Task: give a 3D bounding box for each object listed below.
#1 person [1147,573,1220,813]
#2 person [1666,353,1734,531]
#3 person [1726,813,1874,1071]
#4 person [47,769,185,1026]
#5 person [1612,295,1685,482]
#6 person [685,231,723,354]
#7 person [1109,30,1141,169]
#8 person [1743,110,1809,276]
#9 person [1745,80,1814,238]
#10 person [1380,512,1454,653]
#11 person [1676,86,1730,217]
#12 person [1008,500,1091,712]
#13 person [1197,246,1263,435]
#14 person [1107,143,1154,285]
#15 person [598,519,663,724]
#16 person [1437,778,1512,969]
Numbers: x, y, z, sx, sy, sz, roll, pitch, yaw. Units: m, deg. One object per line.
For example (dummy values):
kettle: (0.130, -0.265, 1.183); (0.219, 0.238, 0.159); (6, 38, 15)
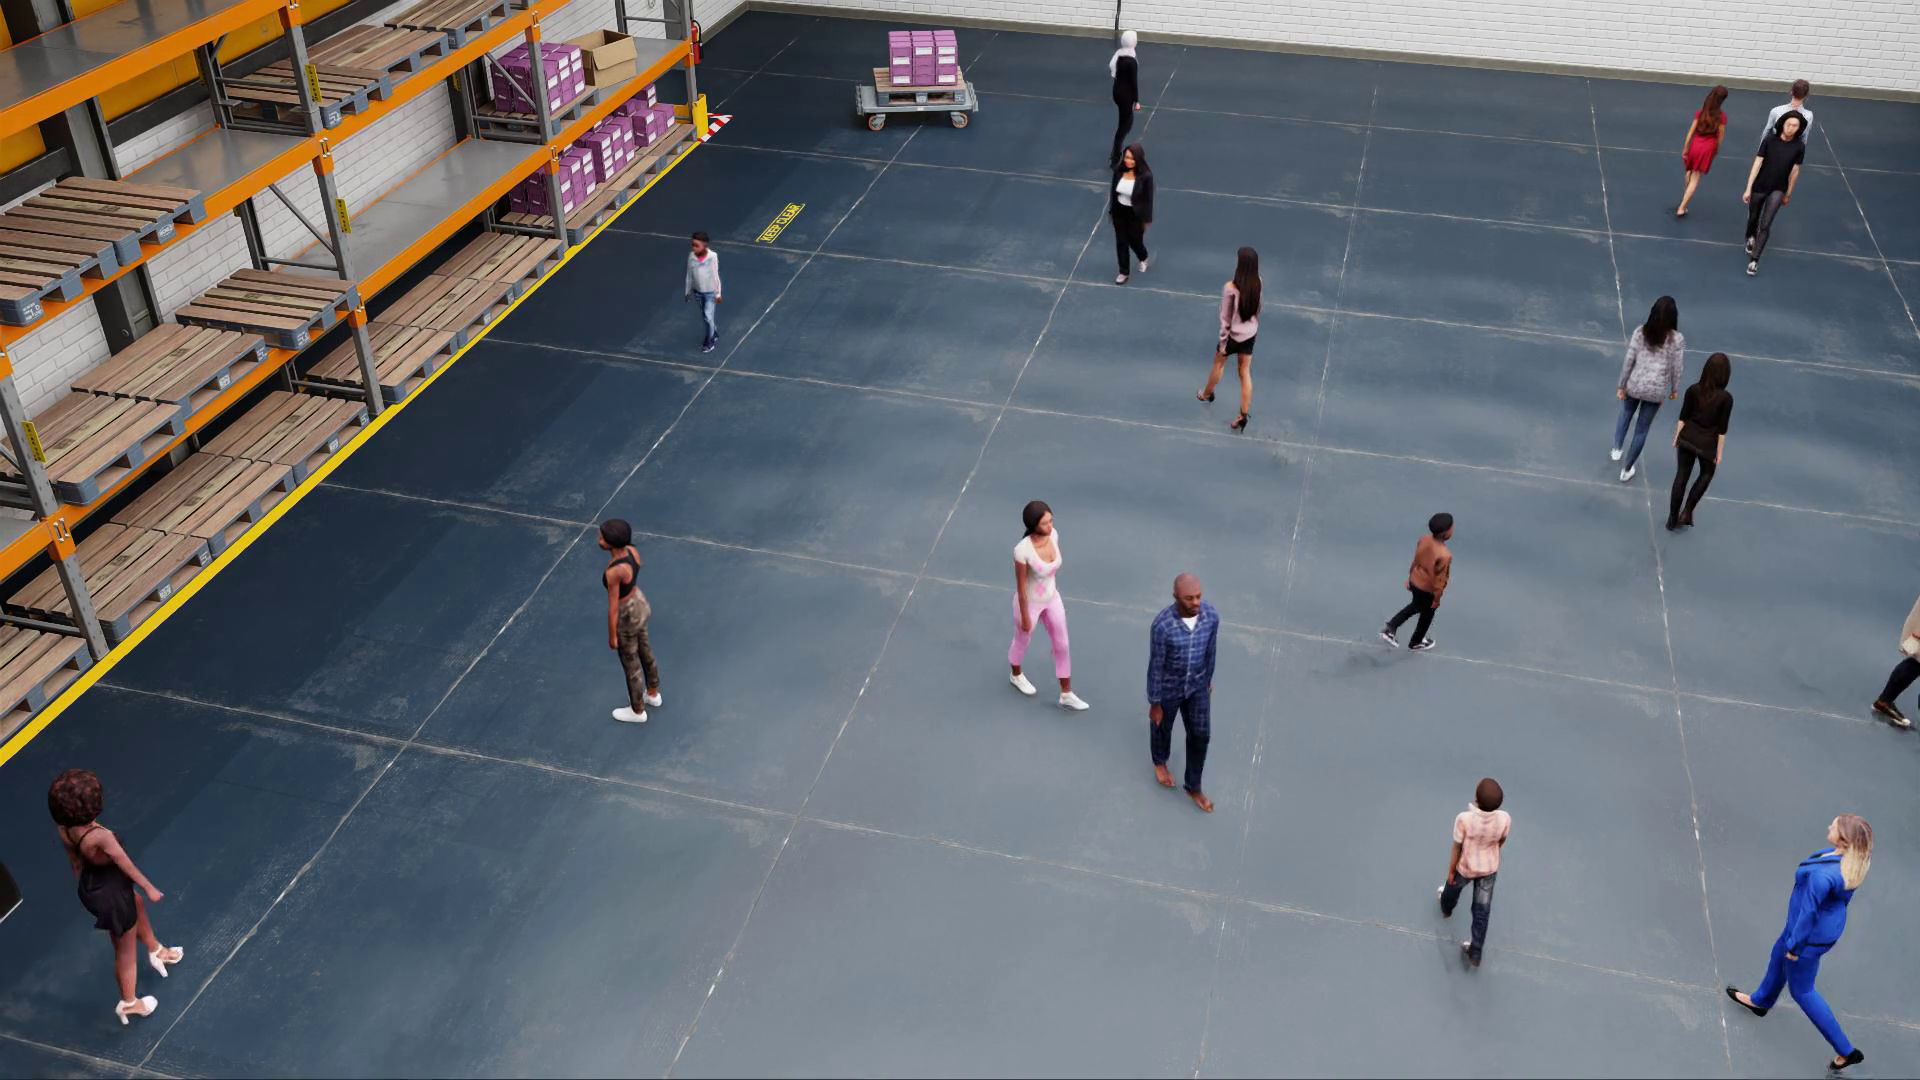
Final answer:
person: (1.448, 0.929, 11.271); (0.951, 1.797, 1.049); (-10, 35, -14)
person: (6.176, -0.774, 13.980); (0.683, 1.633, 0.708); (26, 42, 33)
person: (4.893, 2.268, 9.368); (1.094, 1.673, 1.079); (-24, 40, -31)
person: (-4.931, 2.107, 9.522); (0.663, 1.770, 0.845); (17, 37, 23)
person: (6.043, -1.304, 14.707); (0.779, 1.712, 0.852); (24, 40, 31)
person: (-2.575, -2.603, 17.080); (0.582, 1.247, 0.699); (15, 37, 22)
person: (1.996, -5.536, 21.024); (0.806, 1.768, 0.730); (-13, 36, -19)
person: (9.069, -3.963, 18.625); (0.854, 1.803, 1.188); (19, 38, 26)
person: (9.432, -4.356, 19.192); (0.755, 1.829, 1.028); (14, 36, 20)
person: (3.475, 0.363, 12.629); (0.775, 1.236, 0.746); (-11, 35, -16)
person: (8.843, -4.608, 19.862); (0.788, 1.507, 1.141); (20, 39, 27)
person: (0.495, 0.433, 12.090); (0.995, 1.717, 0.974); (-27, 42, -34)
person: (2.636, -1.815, 15.414); (1.017, 1.780, 1.104); (-15, 37, -22)
person: (1.901, -3.615, 18.278); (0.724, 1.608, 0.820); (16, 37, 22)
person: (-2.356, 0.563, 11.911); (0.619, 1.697, 0.472); (8, 34, 12)
person: (3.146, 2.019, 10.096); (0.593, 1.280, 0.920); (2, 34, 3)
